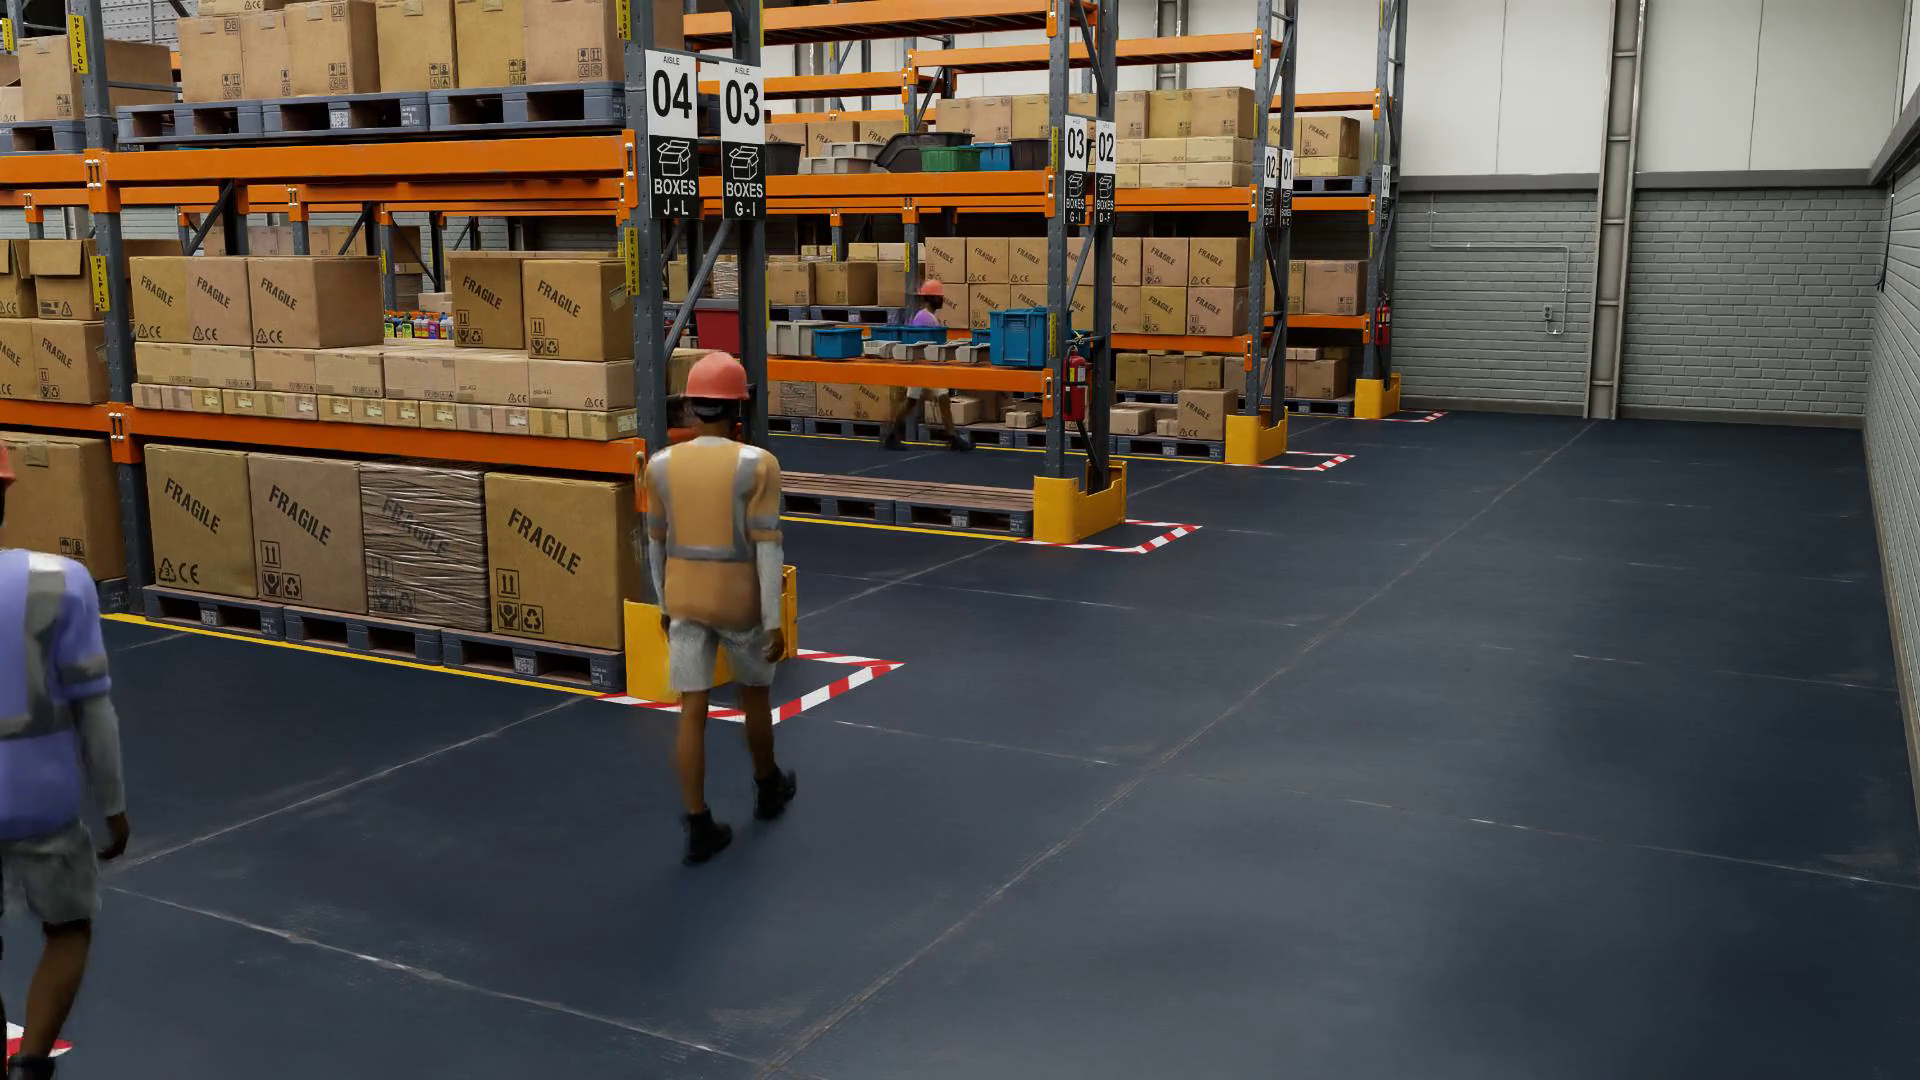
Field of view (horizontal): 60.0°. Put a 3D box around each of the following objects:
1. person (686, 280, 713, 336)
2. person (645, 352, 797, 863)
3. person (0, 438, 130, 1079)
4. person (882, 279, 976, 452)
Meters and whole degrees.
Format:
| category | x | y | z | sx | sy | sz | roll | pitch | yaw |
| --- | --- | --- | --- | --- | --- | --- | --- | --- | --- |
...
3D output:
| category | x | y | z | sx | sy | sz | roll | pitch | yaw |
| --- | --- | --- | --- | --- | --- | --- | --- | --- | --- |
| person | -2.856 | -1.967 | 18.546 | 0.313 | 1.866 | 0.539 | 5 | 12 | 27 |
| person | -0.903 | 0.225 | 6.485 | 0.575 | 1.900 | 0.902 | 2 | 11 | 11 |
| person | -2.386 | 0.665 | 4.095 | 0.604 | 1.909 | 0.620 | -3 | 11 | -18 |
| person | -0.380 | -1.880 | 18.056 | 1.033 | 1.888 | 0.554 | 4 | 11 | 19 |
